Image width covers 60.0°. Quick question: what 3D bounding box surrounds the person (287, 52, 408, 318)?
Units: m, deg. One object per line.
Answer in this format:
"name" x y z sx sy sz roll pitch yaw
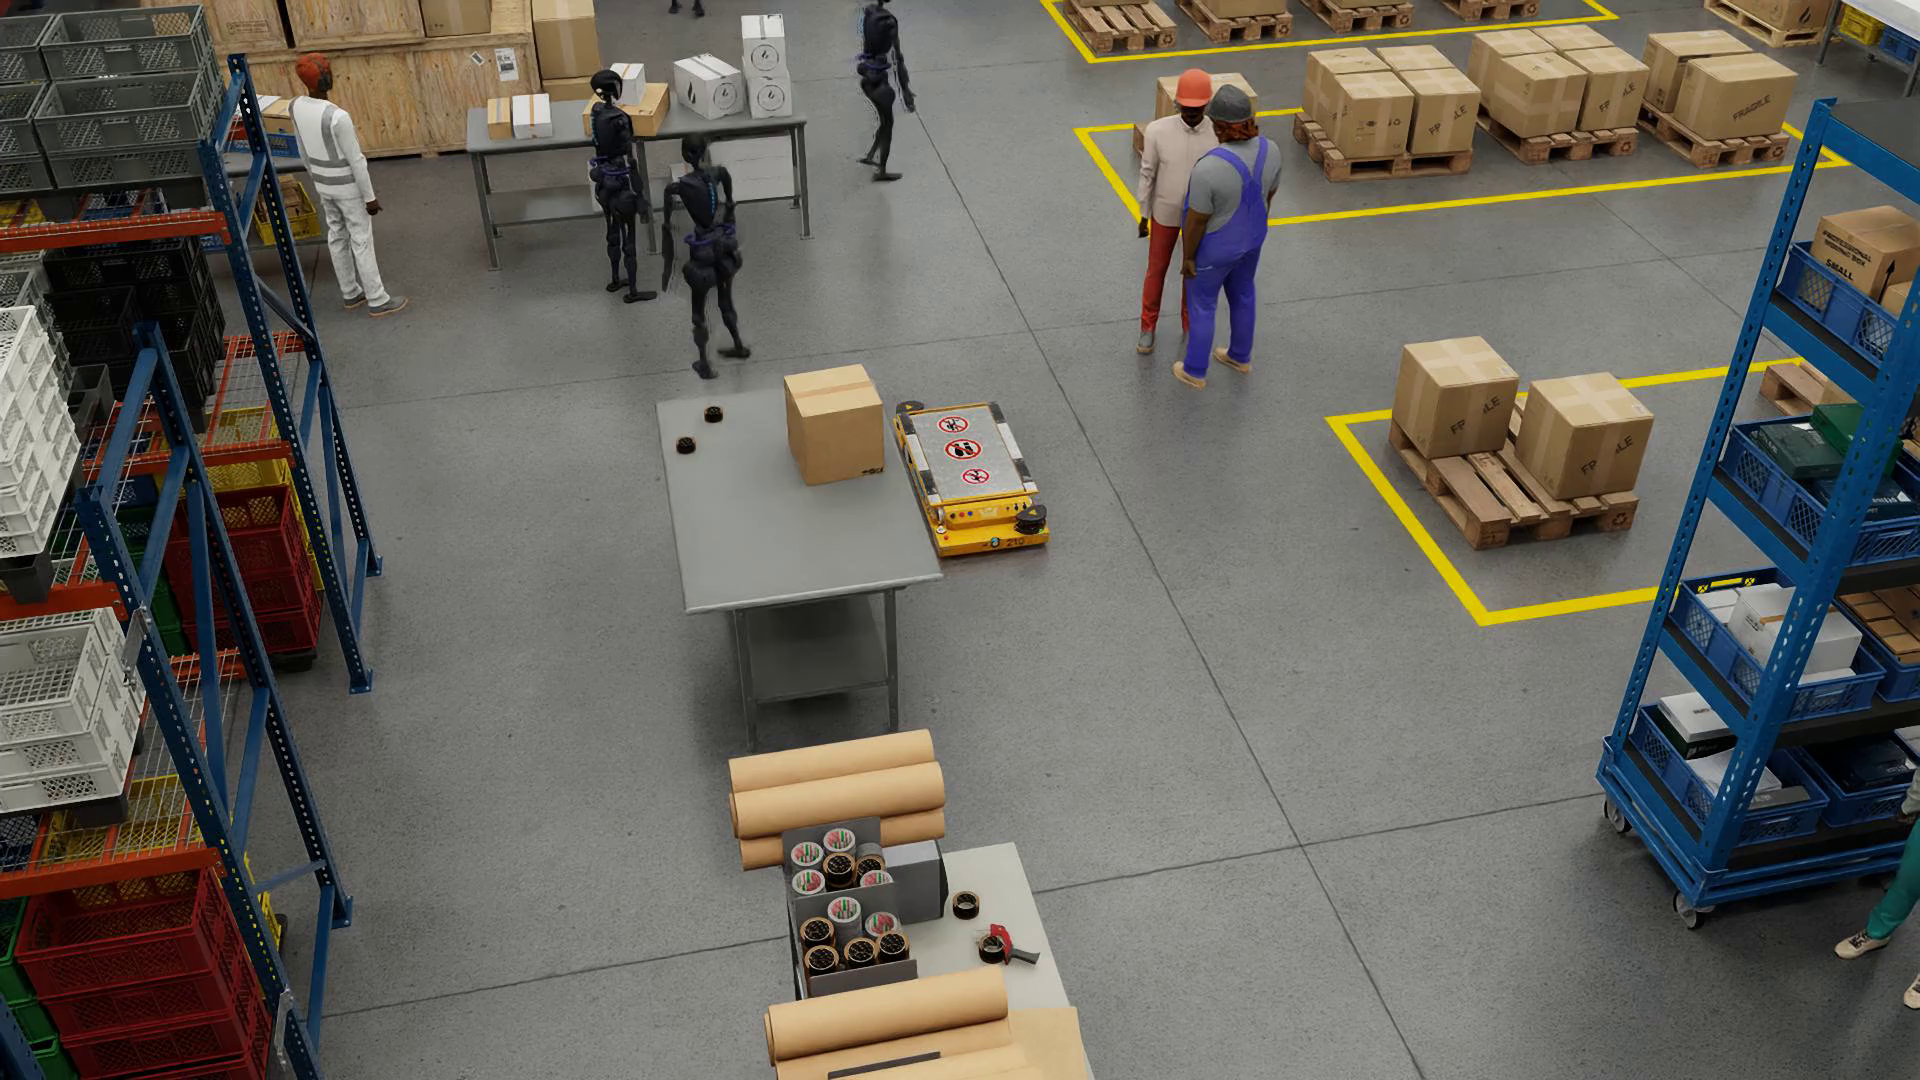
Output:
"person" -4.250 -2.428 11.464 0.573 1.884 0.356 19 41 24

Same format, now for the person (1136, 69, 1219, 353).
"person" 1.479 -2.152 11.001 0.610 1.993 0.393 2 37 3

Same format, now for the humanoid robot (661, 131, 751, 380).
"humanoid robot" -1.677 -1.862 10.872 0.653 1.645 0.339 -30 46 -34

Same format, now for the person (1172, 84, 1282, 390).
"person" 1.668 -1.954 10.697 0.682 2.000 0.536 -20 41 -25

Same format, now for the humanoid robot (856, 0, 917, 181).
"humanoid robot" -0.584 -3.689 13.327 0.413 1.643 0.631 -14 39 -18

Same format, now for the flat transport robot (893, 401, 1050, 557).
"flat transport robot" 0.046 -0.430 10.108 0.652 0.197 1.431 -8 37 -10

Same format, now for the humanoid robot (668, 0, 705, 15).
"humanoid robot" -2.812 -6.046 16.504 0.676 1.641 0.364 0 37 0

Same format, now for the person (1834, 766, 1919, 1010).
"person" 4.042 1.192 6.696 0.326 1.767 0.530 -21 41 -25

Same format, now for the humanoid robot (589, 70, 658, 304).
"humanoid robot" -2.397 -2.503 11.725 0.332 1.657 0.599 -24 43 -29
